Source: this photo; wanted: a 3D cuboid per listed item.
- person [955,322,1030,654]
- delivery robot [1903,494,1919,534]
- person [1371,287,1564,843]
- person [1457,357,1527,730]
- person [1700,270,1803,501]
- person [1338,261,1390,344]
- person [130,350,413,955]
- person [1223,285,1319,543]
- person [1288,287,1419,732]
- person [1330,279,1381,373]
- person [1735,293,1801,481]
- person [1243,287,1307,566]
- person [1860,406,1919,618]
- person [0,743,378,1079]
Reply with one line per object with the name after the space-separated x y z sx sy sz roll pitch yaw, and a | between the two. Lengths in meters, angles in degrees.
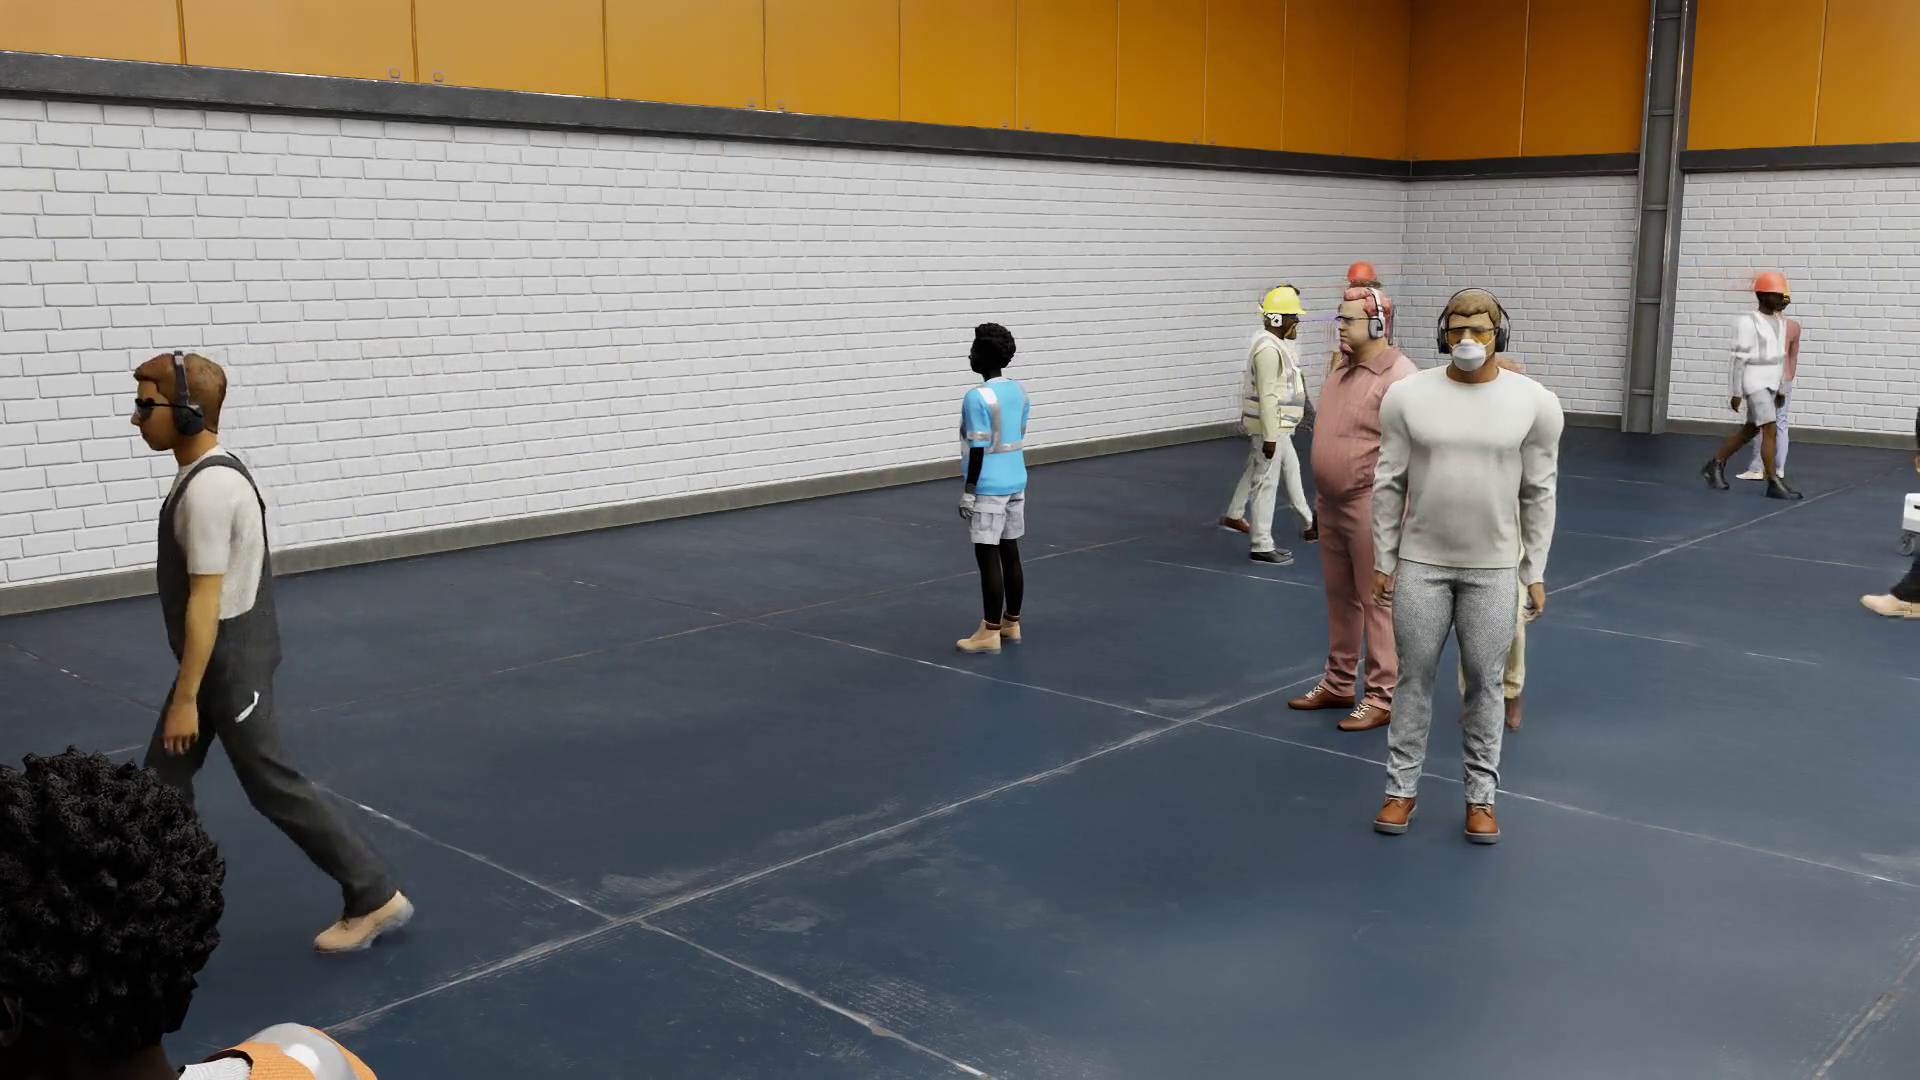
0.166 -0.266 8.563 0.317 1.700 0.537 5 11 28 | person
6.584 -0.162 10.963 0.477 0.478 0.707 -1 10 -8 | delivery robot
1.752 0.094 5.834 0.627 1.940 0.370 4 11 20 | person
2.266 0.028 7.145 0.508 1.614 0.422 4 11 23 | person
6.682 -1.314 13.977 0.553 1.903 0.941 -6 12 -32 | person
3.863 -1.676 15.880 0.973 1.958 0.623 -9 13 -40 | person
-2.065 0.366 4.697 0.859 1.821 0.532 -5 11 -28 | person
2.302 -0.895 11.853 0.991 1.809 0.516 7 12 34 | person
1.717 -0.134 7.223 0.406 1.911 0.639 -4 11 -20 | person
3.398 -1.230 13.739 0.571 1.815 0.825 -8 13 -38 | person
7.228 -1.405 14.864 0.525 1.769 0.316 -3 10 -18 | person
2.063 -0.745 10.951 0.403 1.824 0.593 2 10 11 | person
5.688 -0.571 9.333 1.040 2.000 0.703 1 10 5 | person
-0.658 0.998 1.399 0.320 1.694 0.531 3 10 18 | person
